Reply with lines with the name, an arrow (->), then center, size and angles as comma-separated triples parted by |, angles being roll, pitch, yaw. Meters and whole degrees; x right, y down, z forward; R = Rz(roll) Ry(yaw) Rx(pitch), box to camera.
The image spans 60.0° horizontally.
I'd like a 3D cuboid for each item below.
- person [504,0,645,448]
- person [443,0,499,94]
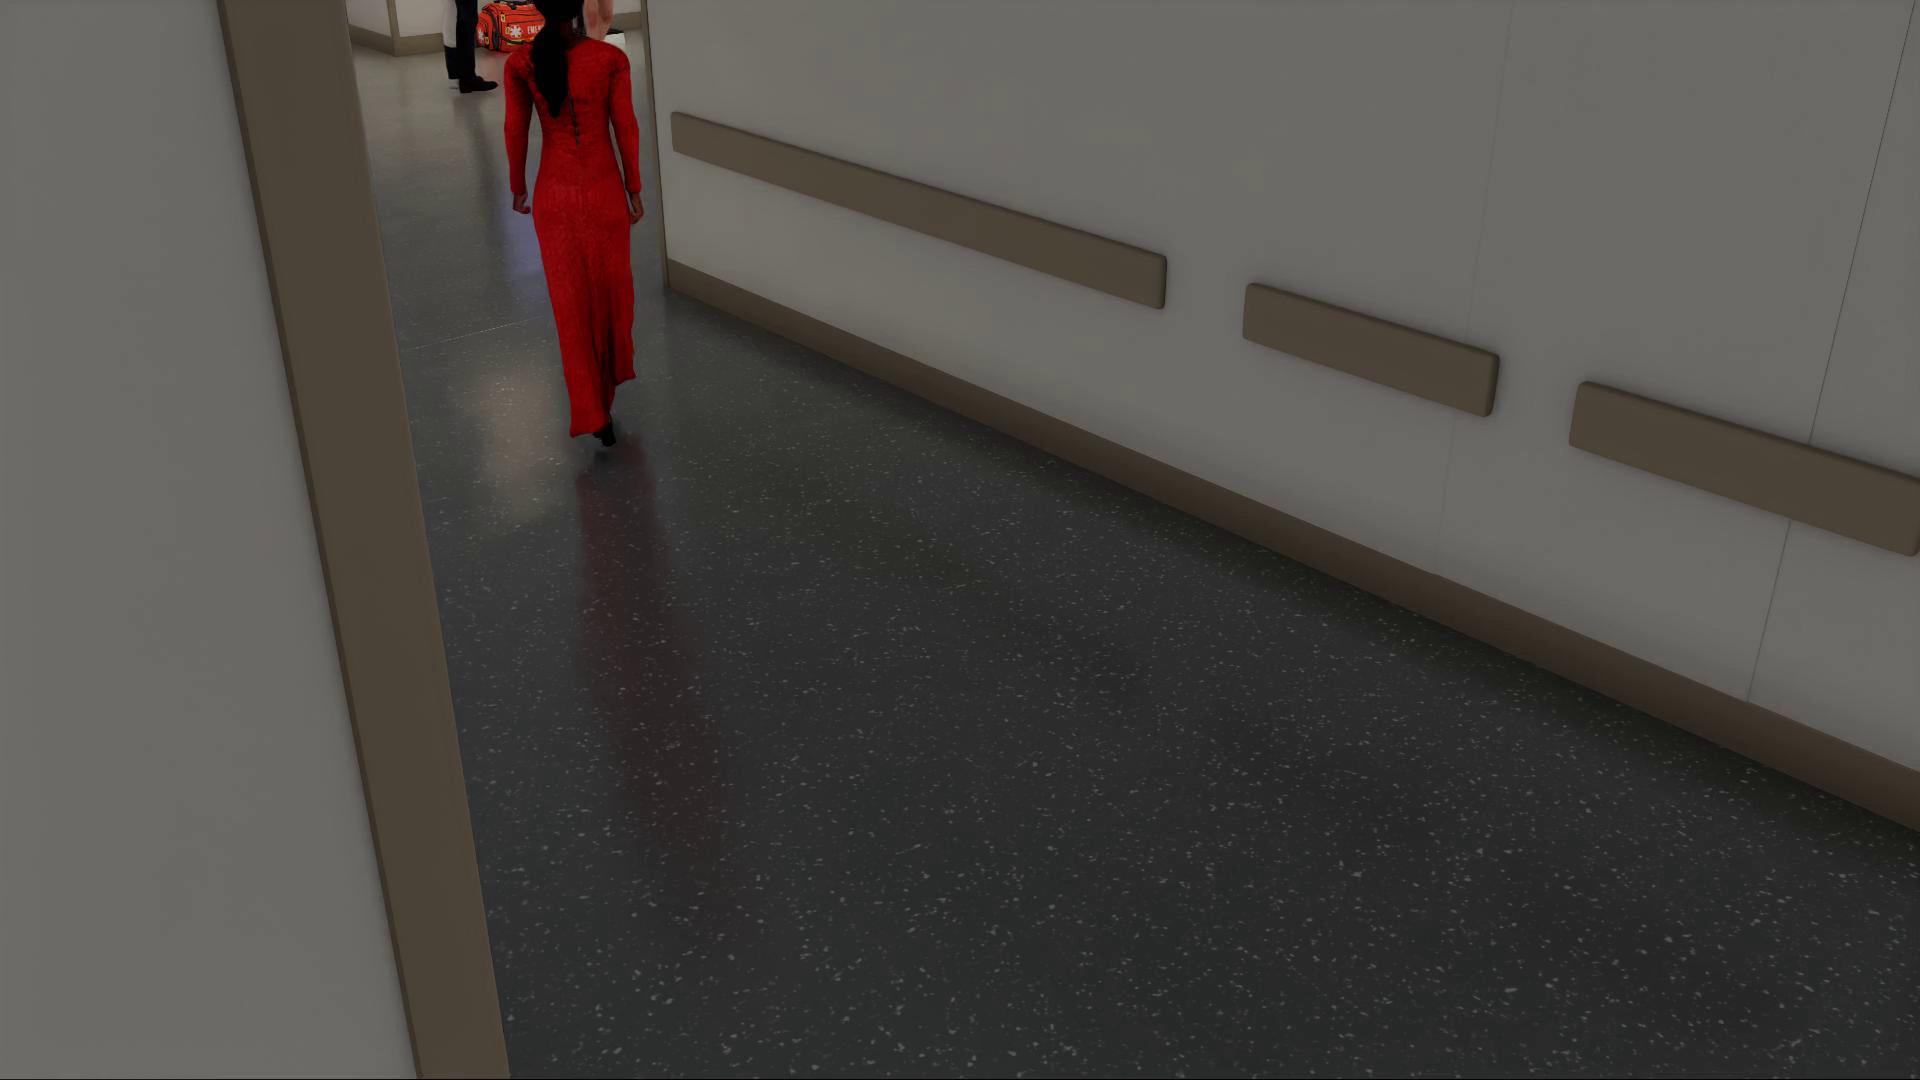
person -> -1.406, -1.181, 6.162 | 1.149, 1.744, 0.990 | -7, 27, -15
person -> -3.859, -4.394, 12.656 | 0.564, 1.890, 0.675 | -20, 32, -35
